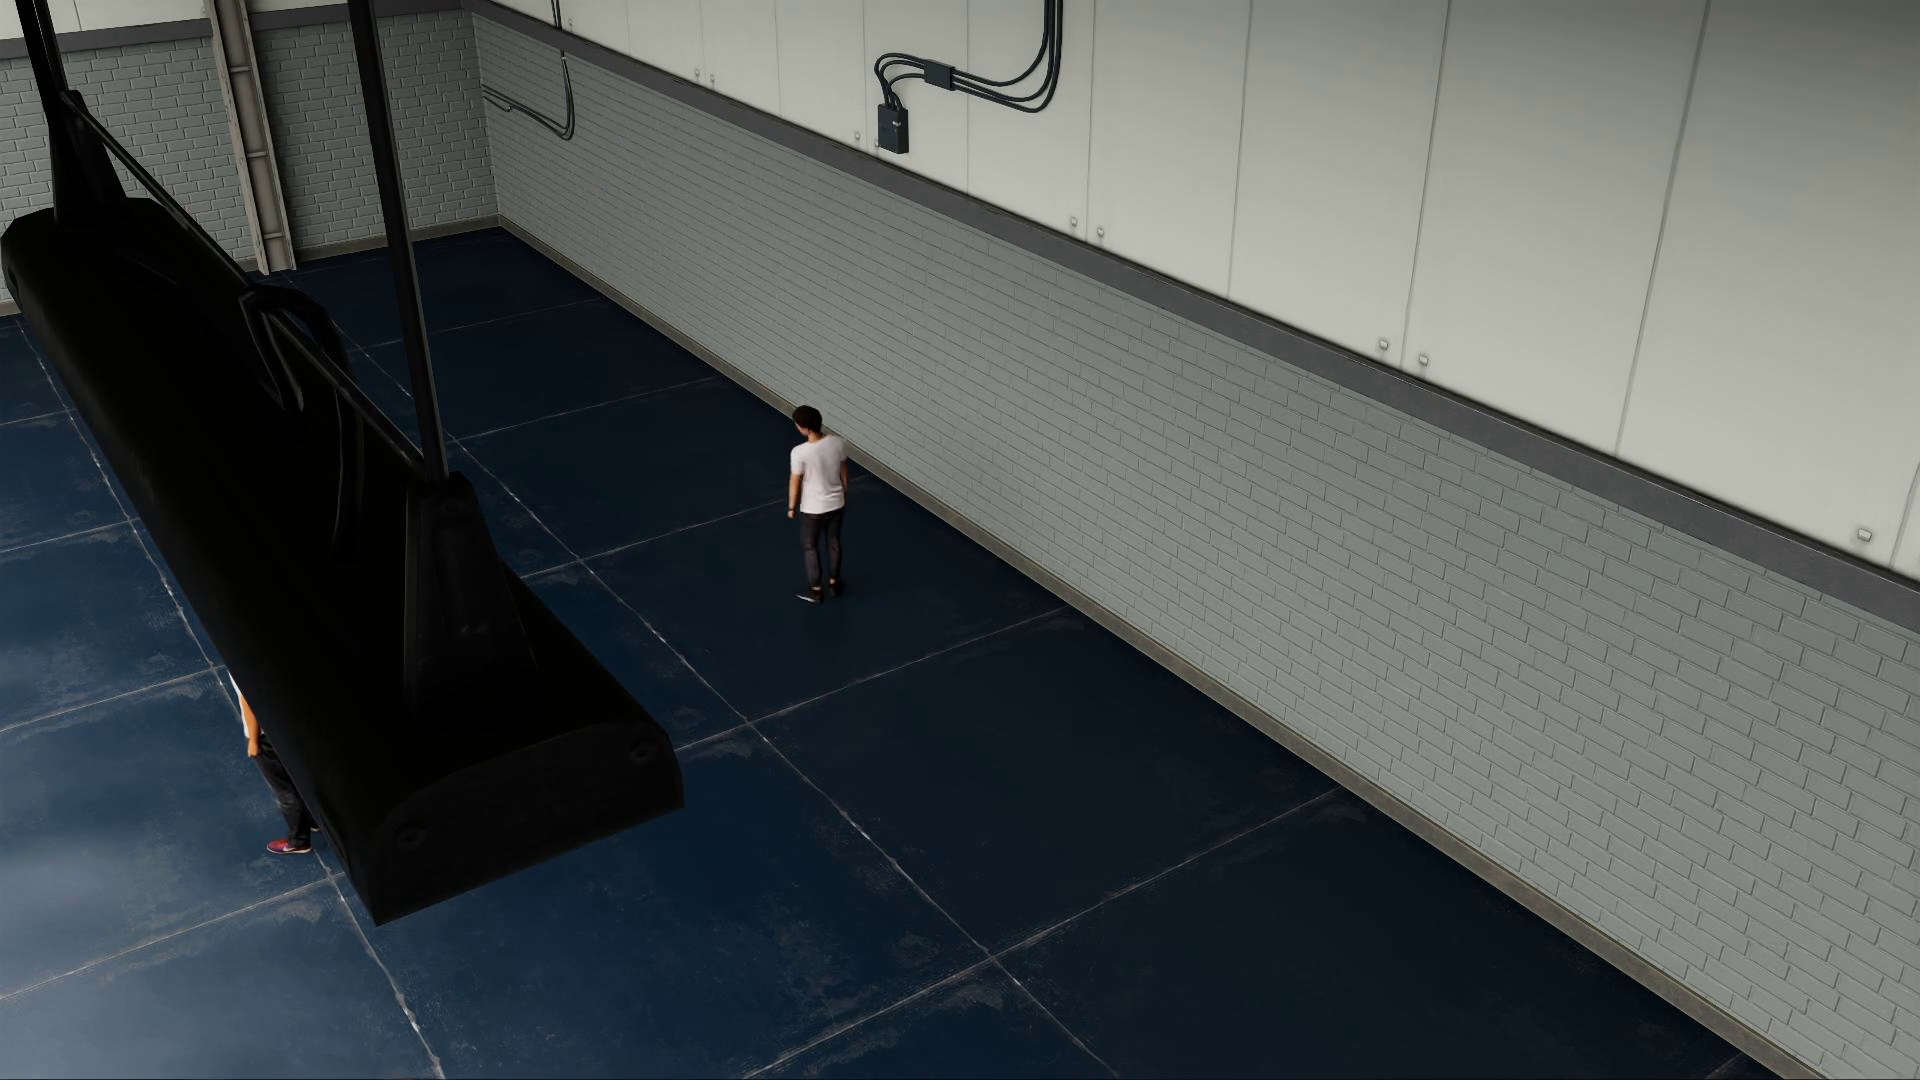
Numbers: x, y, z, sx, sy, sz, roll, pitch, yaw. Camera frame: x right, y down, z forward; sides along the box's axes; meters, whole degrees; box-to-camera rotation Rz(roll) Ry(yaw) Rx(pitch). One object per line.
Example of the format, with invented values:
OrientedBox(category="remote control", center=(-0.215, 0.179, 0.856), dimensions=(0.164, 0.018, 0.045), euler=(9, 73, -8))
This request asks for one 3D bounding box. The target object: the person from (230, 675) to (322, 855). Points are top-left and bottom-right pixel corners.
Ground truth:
OrientedBox(category="person", center=(-4.303, 1.159, 10.441), dimensions=(0.768, 1.804, 0.711), euler=(4, 28, 8))

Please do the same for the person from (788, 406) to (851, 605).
OrientedBox(category="person", center=(-1.100, -0.306, 13.305), dimensions=(0.495, 1.697, 0.748), euler=(-7, 29, -12))
